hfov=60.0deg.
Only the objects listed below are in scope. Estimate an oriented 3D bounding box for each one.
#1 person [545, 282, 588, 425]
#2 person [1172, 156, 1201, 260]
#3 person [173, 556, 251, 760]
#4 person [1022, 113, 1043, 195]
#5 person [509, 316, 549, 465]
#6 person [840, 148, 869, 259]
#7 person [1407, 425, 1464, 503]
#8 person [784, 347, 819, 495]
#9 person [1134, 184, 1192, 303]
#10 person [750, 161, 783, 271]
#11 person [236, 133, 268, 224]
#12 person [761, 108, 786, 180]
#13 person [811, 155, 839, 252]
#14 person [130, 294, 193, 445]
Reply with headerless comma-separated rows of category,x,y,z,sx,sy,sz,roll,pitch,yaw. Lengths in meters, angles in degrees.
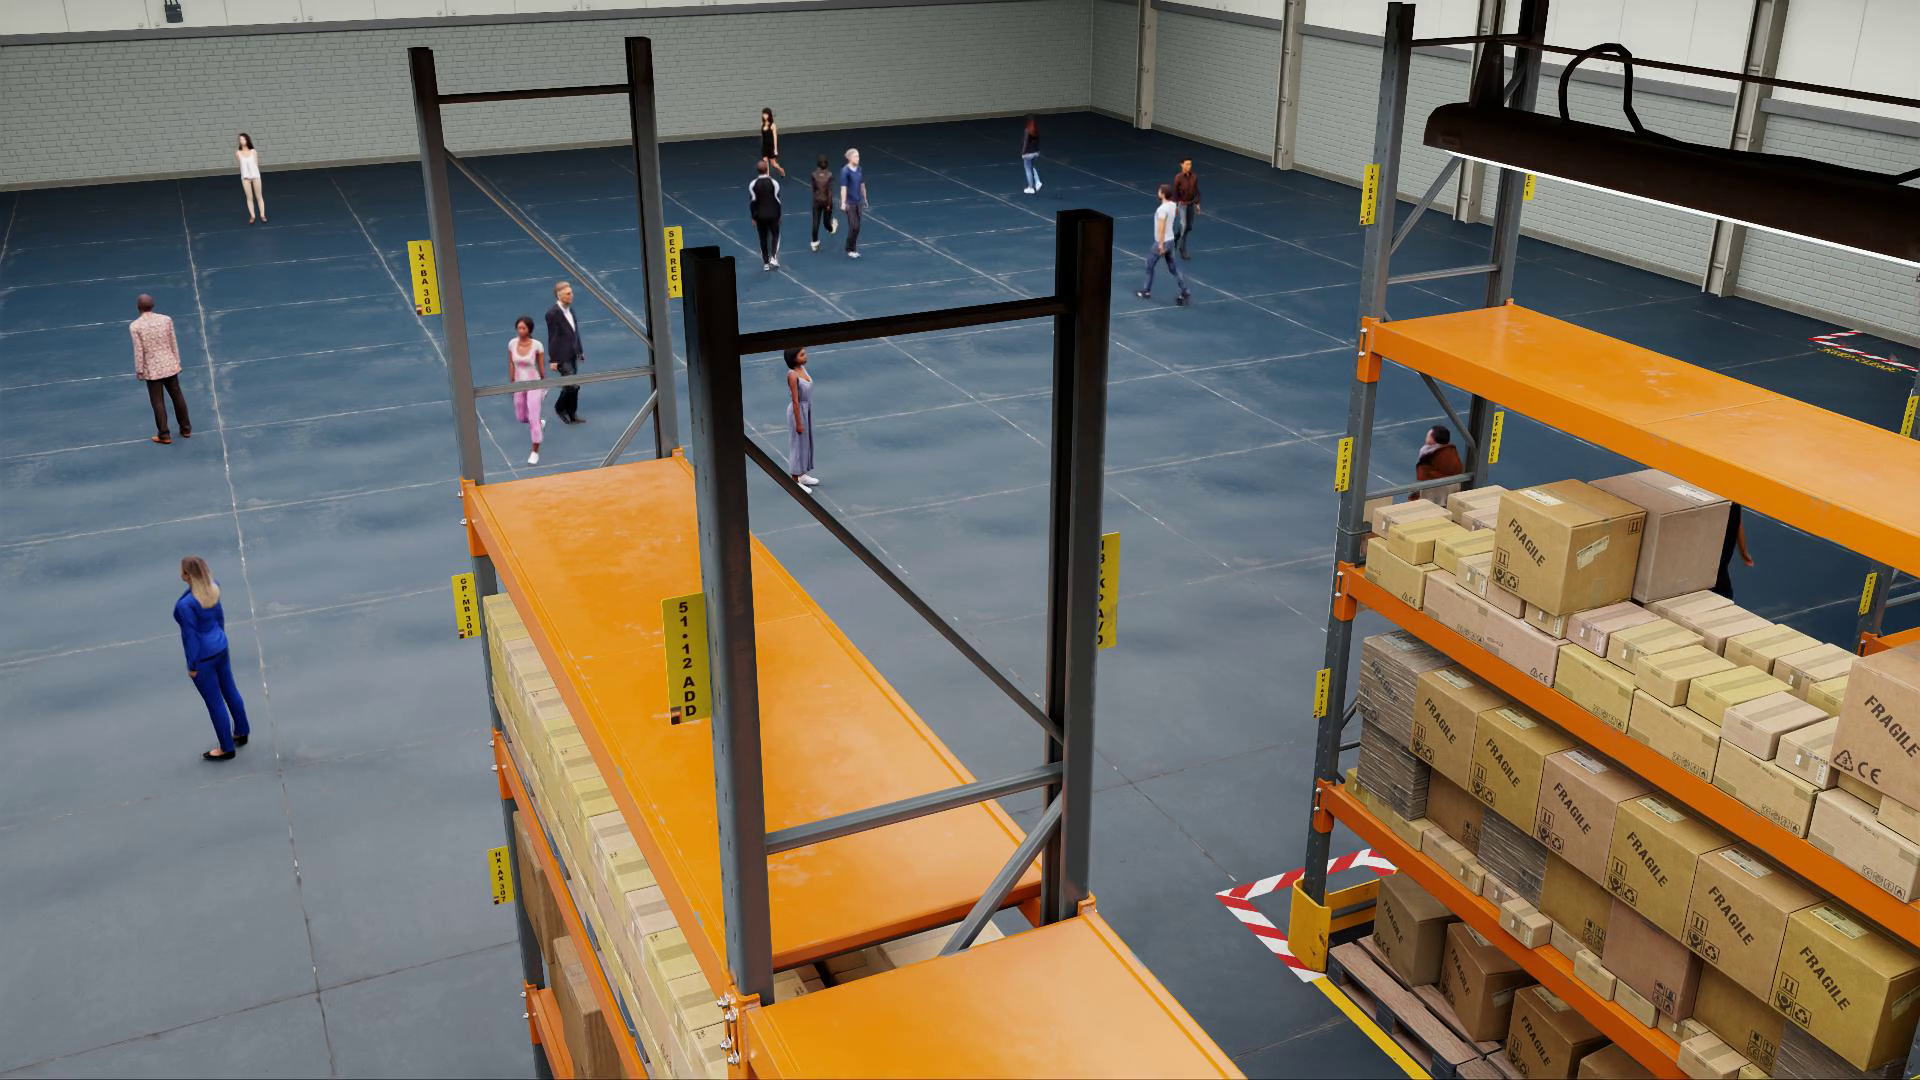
person,-4.943,-2.304,20.519,0.890,1.804,0.832,9,25,20
person,3.835,-5.749,28.678,0.645,1.758,0.966,-11,25,-24
person,-5.899,0.910,13.095,0.768,1.700,0.662,3,23,7
person,1.497,-7.817,33.723,0.794,1.618,0.771,19,30,38
person,-5.008,-1.781,19.387,0.892,1.728,1.032,3,23,7
person,-1.915,-5.813,28.699,0.787,1.862,0.782,17,28,35
person,4.443,-0.174,15.479,0.819,1.828,0.894,-18,29,-36
person,-1.785,-1.371,18.464,0.718,1.696,0.632,4,23,10
person,3.264,-4.577,25.832,1.284,1.829,0.986,18,29,36
person,-3.242,-5.395,27.774,0.783,1.815,0.780,0,23,0
person,-13.374,-6.834,31.361,0.544,1.655,0.604,-9,25,-20
person,-3.892,-8.081,34.324,0.945,1.633,0.929,13,27,29
person,-2.417,-5.946,29.276,0.966,1.654,0.833,-9,25,-20
person,-9.601,-2.064,19.949,0.749,1.808,0.765,18,29,36
